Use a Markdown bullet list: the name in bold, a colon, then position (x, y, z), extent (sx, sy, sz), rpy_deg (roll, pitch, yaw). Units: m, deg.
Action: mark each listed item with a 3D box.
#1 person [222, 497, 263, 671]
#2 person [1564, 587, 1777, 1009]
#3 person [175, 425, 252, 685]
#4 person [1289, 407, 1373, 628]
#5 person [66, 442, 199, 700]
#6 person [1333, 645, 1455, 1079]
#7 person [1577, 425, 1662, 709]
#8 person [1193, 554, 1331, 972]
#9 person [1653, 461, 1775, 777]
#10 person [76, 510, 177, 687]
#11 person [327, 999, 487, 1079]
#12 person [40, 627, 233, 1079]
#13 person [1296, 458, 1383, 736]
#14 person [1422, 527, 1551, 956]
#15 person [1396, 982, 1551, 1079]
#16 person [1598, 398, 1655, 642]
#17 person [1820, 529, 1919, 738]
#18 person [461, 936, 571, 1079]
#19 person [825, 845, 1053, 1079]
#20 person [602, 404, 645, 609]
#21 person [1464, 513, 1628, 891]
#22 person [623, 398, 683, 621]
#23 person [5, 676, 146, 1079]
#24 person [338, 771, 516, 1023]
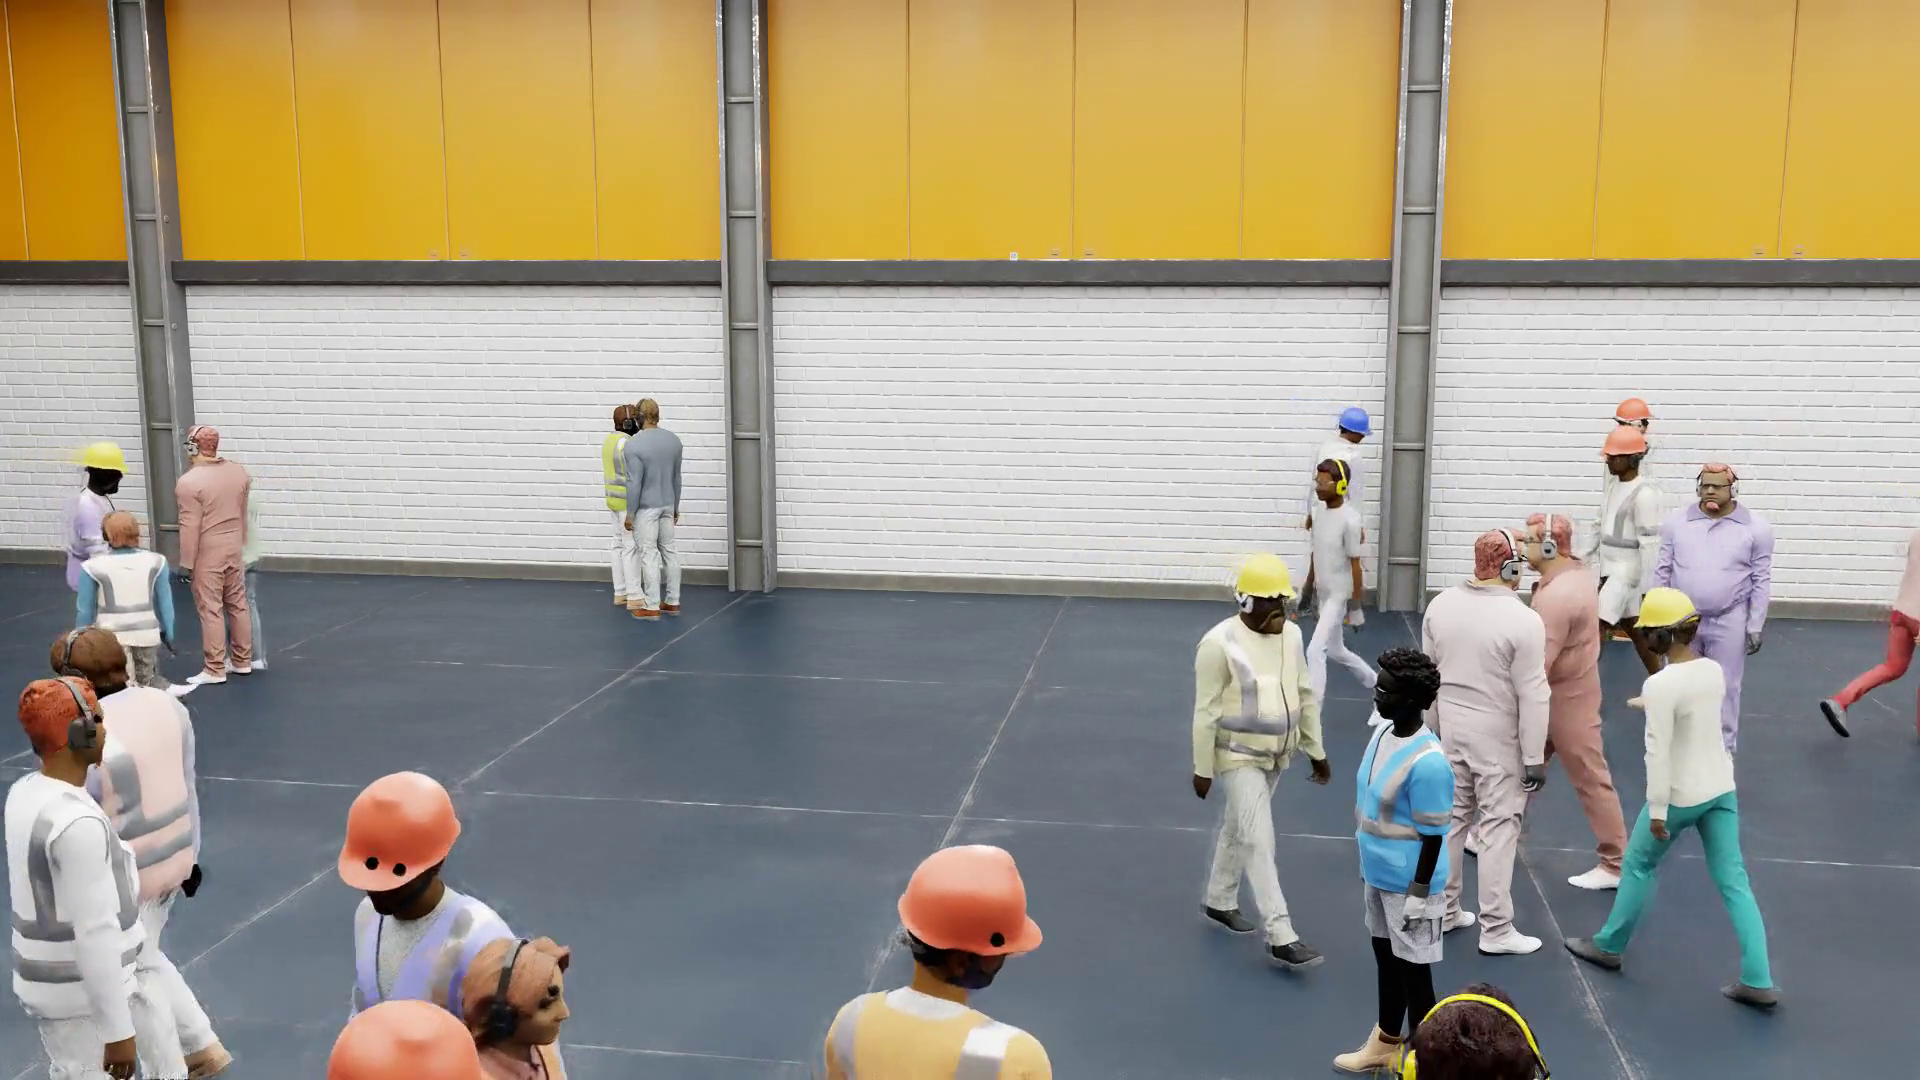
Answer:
- **person**: position (-5.499, 0.203, 12.584), extent (0.426, 1.614, 0.511), rpy_deg (2, 9, 12)
- **person**: position (3.029, 1.063, 6.980), extent (0.540, 1.705, 0.951), rpy_deg (-6, 11, -31)
- **person**: position (-5.515, 0.108, 12.242), extent (0.406, 1.911, 0.636), rpy_deg (3, 10, 18)
- **person**: position (3.158, -0.198, 14.182), extent (0.422, 1.893, 0.805), rpy_deg (-4, 10, -25)
- **person**: position (-5.721, 0.275, 11.278), extent (0.933, 1.875, 0.614), rpy_deg (-3, 10, -16)
- **person**: position (1.594, 1.218, 6.046), extent (0.318, 1.697, 0.533), rpy_deg (-1, 9, -9)
- **person**: position (4.484, 0.209, 11.393), extent (1.023, 1.991, 0.622), rpy_deg (1, 9, 4)
- **person**: position (1.384, 0.958, 7.318), extent (0.618, 1.791, 0.869), rpy_deg (-7, 12, -39)
- **person**: position (4.481, 0.486, 9.966), extent (0.656, 1.915, 0.417), rpy_deg (6, 11, 34)
- **person**: position (-5.056, 0.612, 10.094), extent (0.529, 1.595, 0.847), rpy_deg (-9, 13, -43)
- **person**: position (-0.983, 1.644, 2.874), extent (1.009, 1.880, 0.542), rpy_deg (1, 9, 9)
- **person**: position (-2.931, 1.194, 5.833), extent (0.433, 1.813, 0.630), rpy_deg (1, 9, 6)
- **person**: position (2.509, 0.367, 10.875), extent (0.855, 1.841, 0.521), rpy_deg (-2, 9, -10)
- **person**: position (2.369, 0.887, 7.441), extent (0.403, 1.906, 0.652), rpy_deg (-6, 11, -31)
- **person**: position (0.757, 1.672, 2.806), extent (0.545, 1.845, 0.694), rpy_deg (5, 11, 30)
- **person**: position (5.483, -0.169, 13.675), extent (0.376, 1.997, 0.612), rpy_deg (0, 9, -3)
- **person**: position (6.009, 0.477, 10.593), extent (0.815, 1.716, 0.533), rpy_deg (0, 9, 3)
- **person**: position (-0.967, 1.650, 3.617), extent (0.395, 1.627, 0.532), rpy_deg (2, 9, 11)
- **person**: position (-0.037, 1.541, 3.495), extent (0.539, 1.887, 1.006), rpy_deg (8, 12, 41)
- **person**: position (-2.969, -0.300, 14.963), extent (0.429, 1.844, 0.627), rpy_deg (-6, 11, -33)
- **person**: position (2.901, 0.789, 8.225), extent (0.994, 1.848, 0.648), rpy_deg (3, 10, 20)
- **person**: position (-2.671, -0.270, 14.477), extent (0.354, 1.936, 0.635), rpy_deg (7, 11, 35)
- **person**: position (-2.546, 1.337, 4.851), extent (0.341, 1.863, 0.697), rpy_deg (-8, 12, -41)
- **person**: position (-1.280, 1.453, 3.936), extent (0.590, 1.903, 0.544), rpy_deg (9, 13, 44)
